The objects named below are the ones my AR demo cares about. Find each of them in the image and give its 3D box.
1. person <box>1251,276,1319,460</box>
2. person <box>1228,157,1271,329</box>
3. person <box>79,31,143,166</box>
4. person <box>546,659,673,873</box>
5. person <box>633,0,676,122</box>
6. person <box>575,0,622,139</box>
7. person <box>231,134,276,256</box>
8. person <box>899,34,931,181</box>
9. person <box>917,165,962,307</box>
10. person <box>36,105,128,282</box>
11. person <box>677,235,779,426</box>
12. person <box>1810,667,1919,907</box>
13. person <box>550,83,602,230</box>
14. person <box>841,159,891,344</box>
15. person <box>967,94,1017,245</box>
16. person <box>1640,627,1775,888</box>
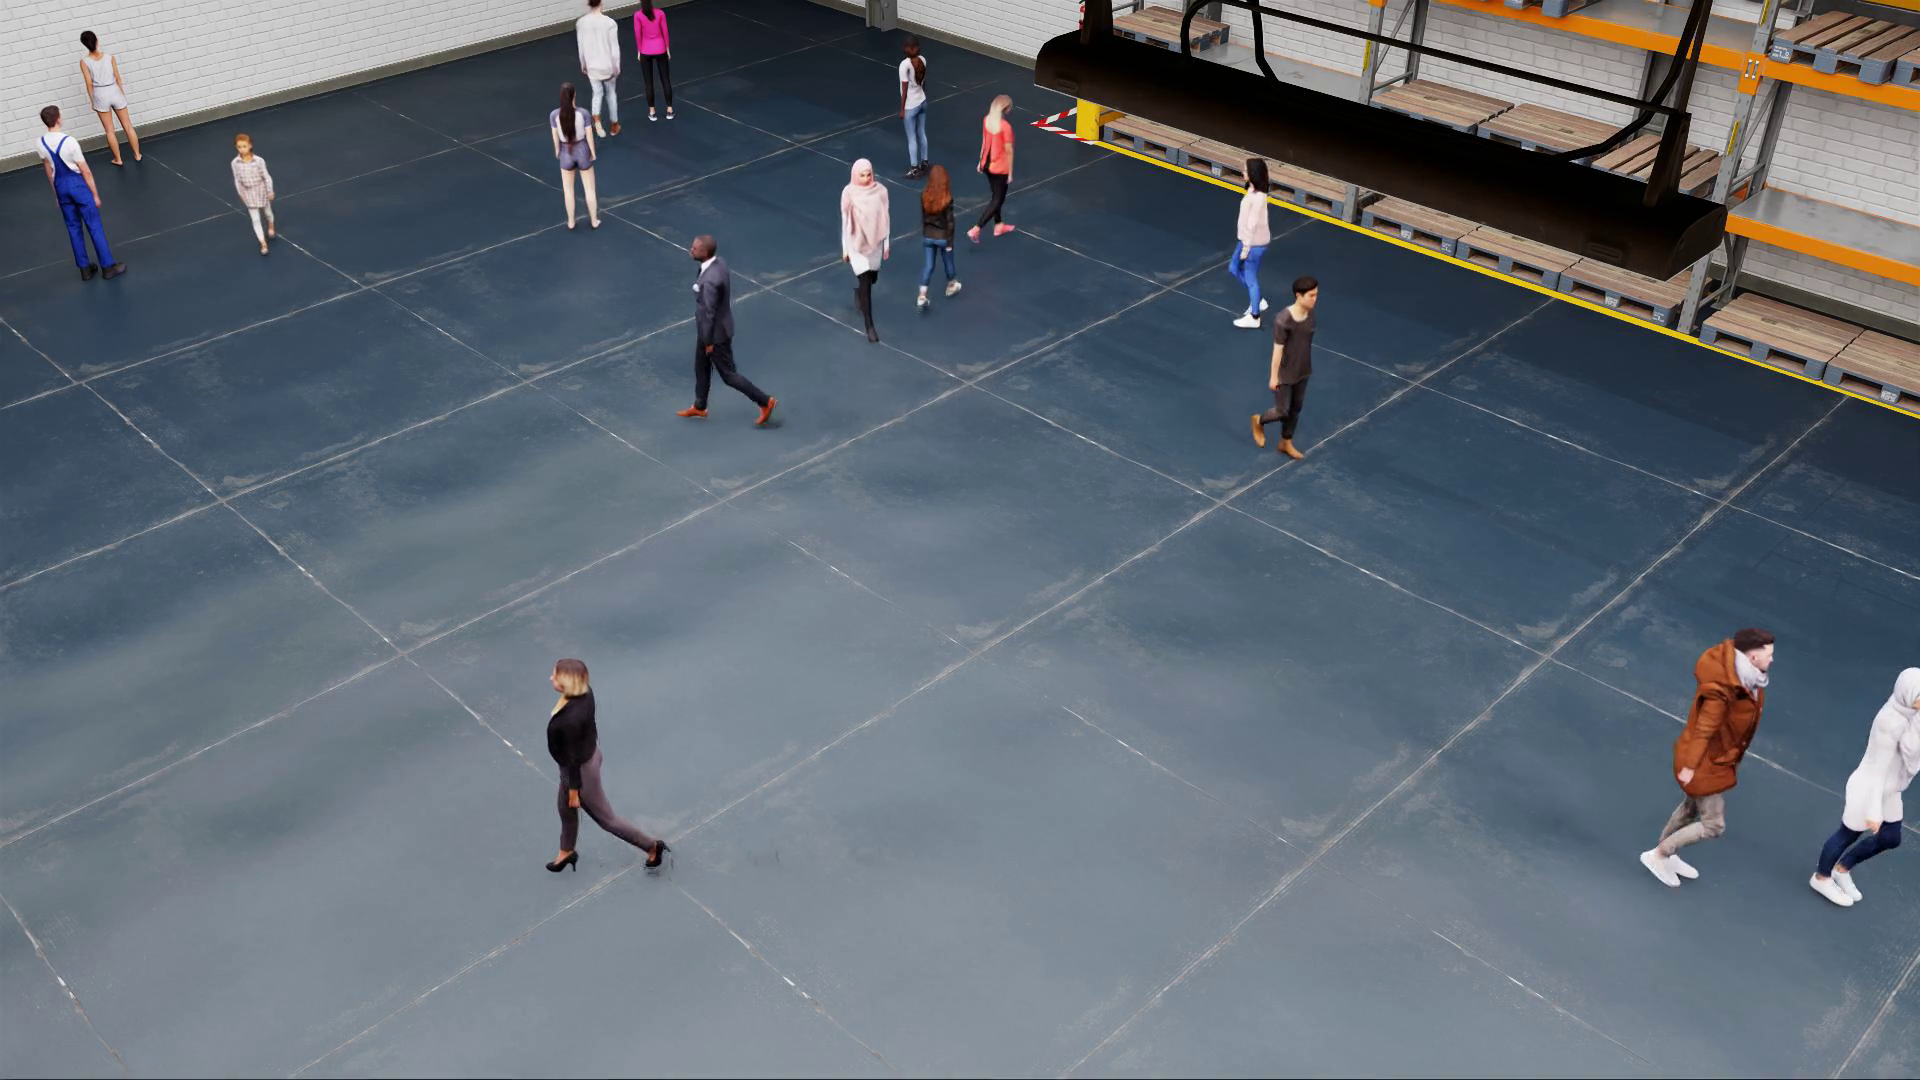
[{"bbox_3d":[2.779,-1.500,14.279,0.686,1.700,0.807,-22,40,-30],"label":"person"},{"bbox_3d":[2.972,-2.898,16.335,0.859,1.753,0.803,1,34,2],"label":"person"},{"bbox_3d":[-10.344,-5.375,20.176,0.581,1.626,0.509,-25,41,-32],"label":"person"},{"bbox_3d":[-2.160,1.413,9.954,1.060,1.636,1.034,-3,34,-4],"label":"person"},{"bbox_3d":[-3.961,-6.292,21.489,0.680,1.699,0.704,-8,34,-12],"label":"person"},{"bbox_3d":[-4.505,-5.903,20.798,1.020,1.816,1.067,2,34,3],"label":"person"},{"bbox_3d":[-7.670,-3.808,18.125,0.816,1.285,1.009,-10,35,-14],"label":"person"},{"bbox_3d":[-0.540,-5.147,19.746,0.551,1.721,0.602,24,40,31],"label":"person"},{"bbox_3d":[-0.270,-3.038,16.817,0.967,1.451,0.862,11,35,17],"label":"person"},{"bbox_3d":[-9.235,-3.613,17.322,0.716,1.849,0.786,2,34,3],"label":"person"},{"bbox_3d":[-2.072,-1.824,14.680,1.243,1.795,1.193,-1,34,-1],"label":"person"},{"bbox_3d":[5.307,1.436,9.804,0.647,1.764,0.622,-23,40,-30],"label":"person"},{"bbox_3d":[-4.266,-4.256,18.473,0.674,1.647,0.709,-4,34,-6],"label":"person"},{"bbox_3d":[-0.944,-2.889,16.302,0.975,1.773,1.226,-10,35,-15],"label":"person"},{"bbox_3d":[0.339,-3.983,18.046,0.785,1.666,0.973,-27,42,-34],"label":"person"},{"bbox_3d":[4.399,1.287,9.987,0.749,1.810,0.802,23,40,30],"label":"person"}]
